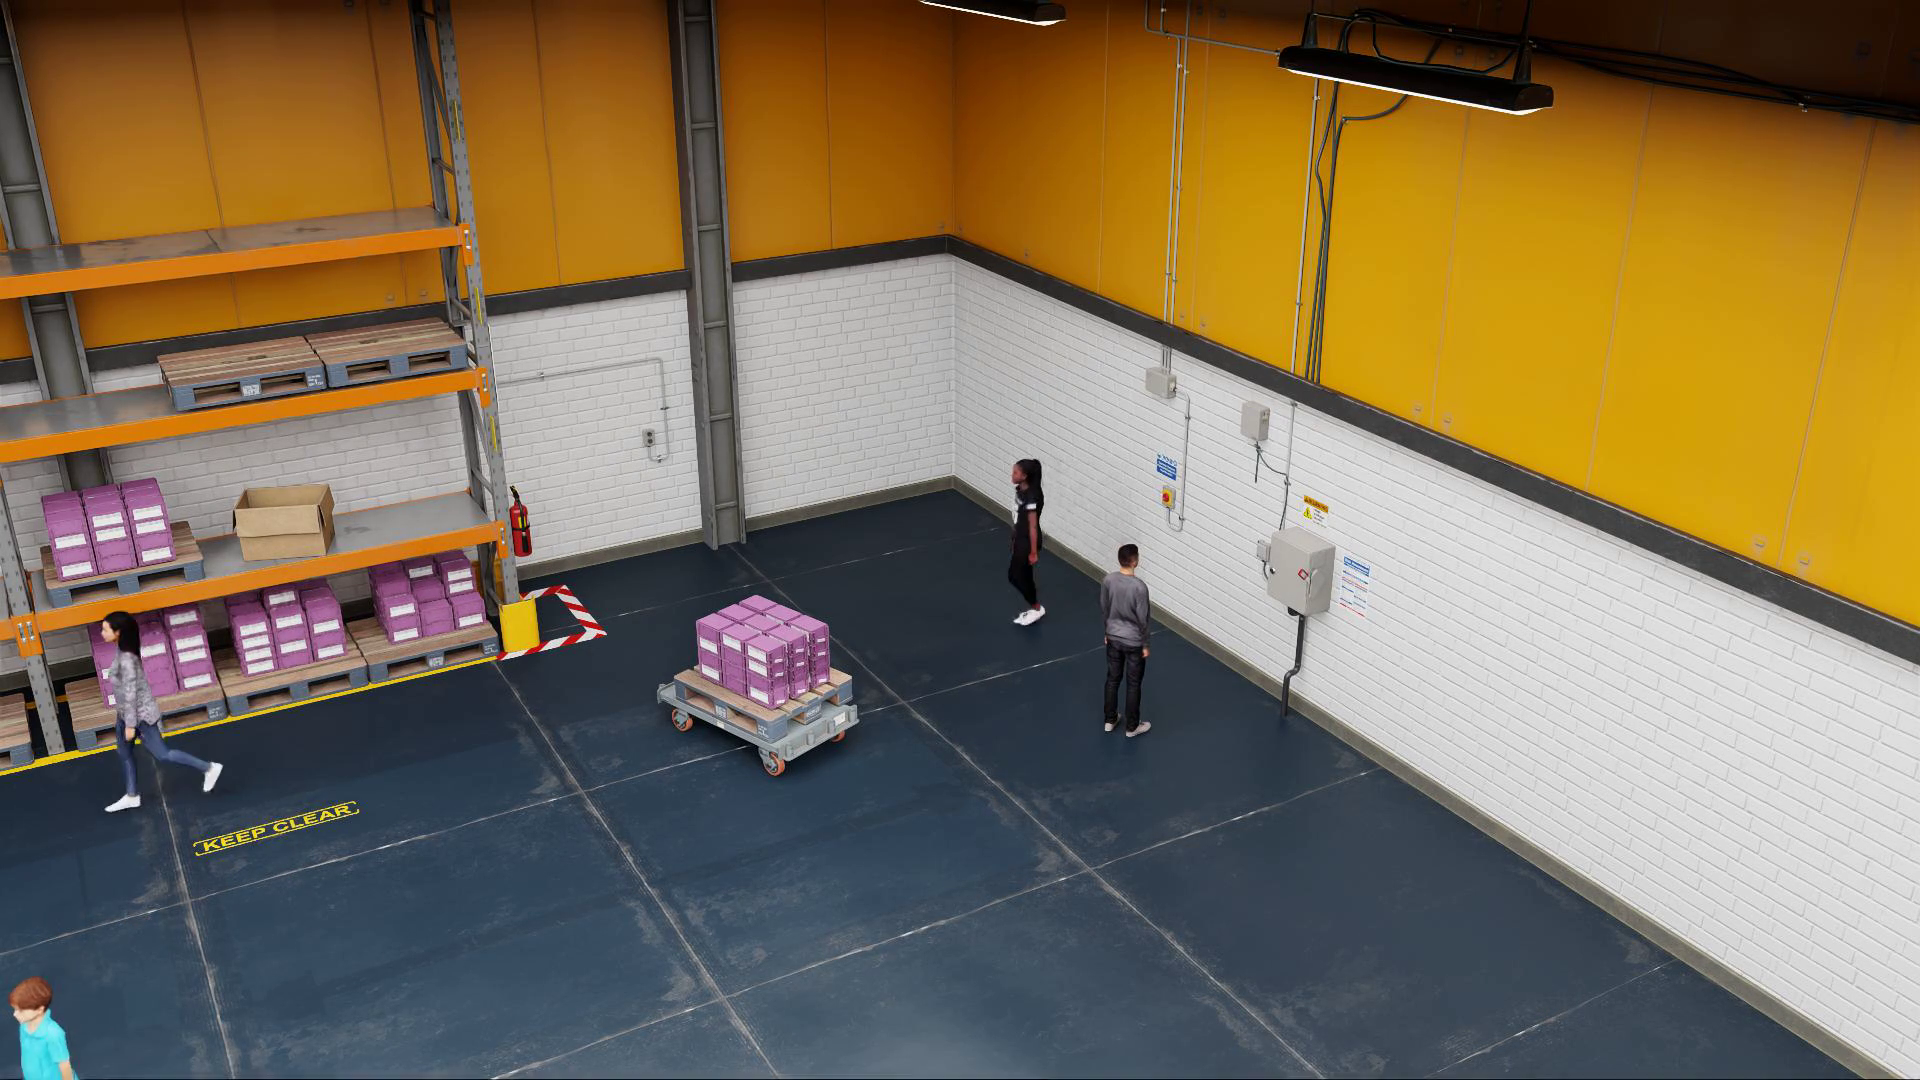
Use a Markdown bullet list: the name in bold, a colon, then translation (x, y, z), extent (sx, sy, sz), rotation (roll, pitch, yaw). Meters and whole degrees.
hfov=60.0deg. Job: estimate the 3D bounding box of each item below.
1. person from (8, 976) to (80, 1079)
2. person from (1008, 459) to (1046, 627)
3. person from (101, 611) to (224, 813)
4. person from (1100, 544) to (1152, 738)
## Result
- **person**: translation (-5.129, 3.089, 9.534), extent (0.781, 1.433, 0.974), rotation (15, 28, 30)
- **person**: translation (0.724, 0.033, 16.165), extent (0.726, 1.723, 0.733), rotation (-5, 24, -10)
- **person**: translation (-6.407, 1.357, 13.157), extent (1.100, 1.705, 0.601), rotation (-13, 27, -27)
- **person**: translation (1.421, 0.852, 14.245), extent (0.696, 1.760, 0.684), rotation (16, 28, 32)
